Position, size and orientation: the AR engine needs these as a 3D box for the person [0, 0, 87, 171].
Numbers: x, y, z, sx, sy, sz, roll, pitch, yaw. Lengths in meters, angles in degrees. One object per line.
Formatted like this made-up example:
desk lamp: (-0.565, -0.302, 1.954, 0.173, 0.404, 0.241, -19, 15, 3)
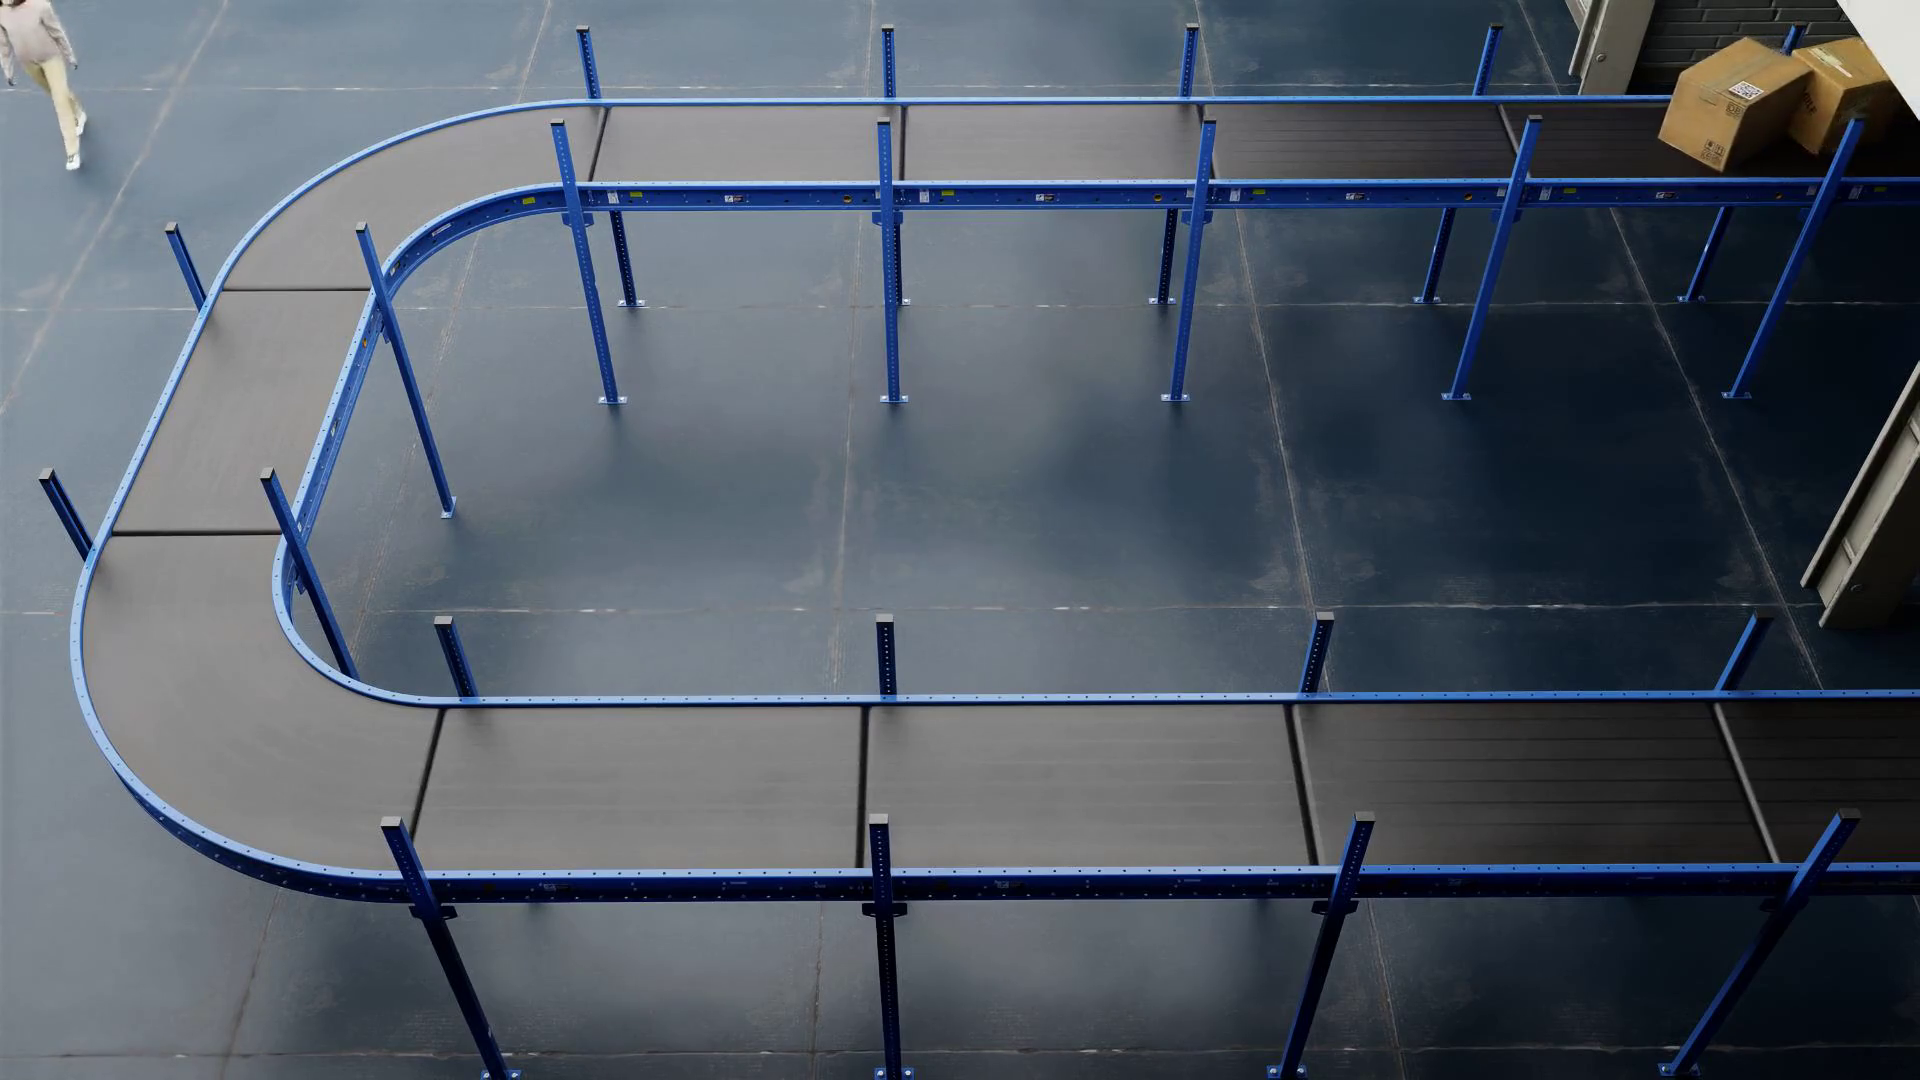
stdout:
person: (-7.376, -3.819, 13.754, 0.519, 1.584, 0.875, -6, 47, -6)
